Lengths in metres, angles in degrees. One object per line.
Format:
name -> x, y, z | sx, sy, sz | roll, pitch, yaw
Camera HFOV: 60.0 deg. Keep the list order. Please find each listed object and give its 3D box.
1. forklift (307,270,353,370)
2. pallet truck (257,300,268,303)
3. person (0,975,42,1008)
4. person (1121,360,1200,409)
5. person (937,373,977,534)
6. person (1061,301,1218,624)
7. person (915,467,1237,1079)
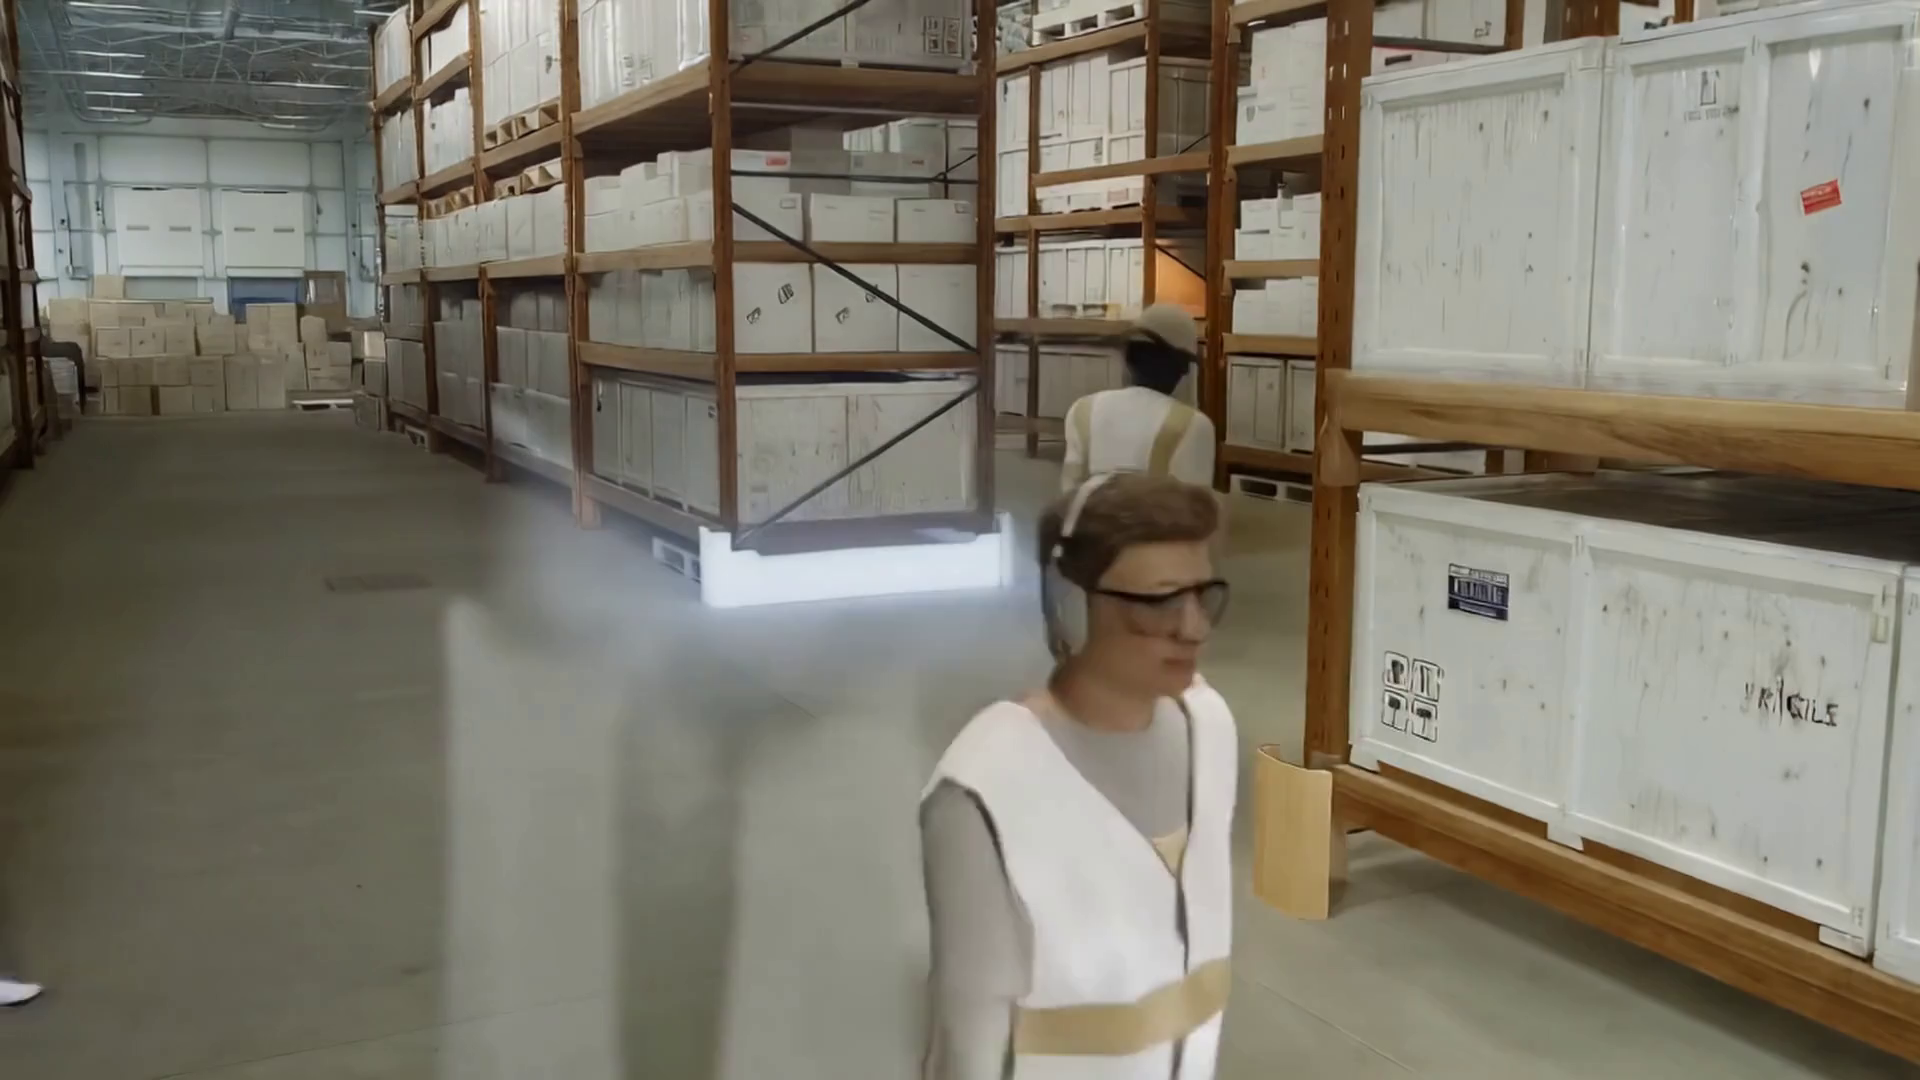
forklift -> -17.807, -6.198, 46.830 | 1.129, 2.768, 1.873 | -4, 9, -26
pallet truck -> -23.913, -7.404, 58.171 | 1.885, 1.965, 0.823 | -1, 8, -9
person -> -2.805, 0.458, 4.380 | 0.737, 1.875, 0.652 | -3, 9, -21
person -> 1.615, -0.874, 13.528 | 0.648, 1.887, 0.706 | 3, 9, 17
person -> -0.050, -0.912, 14.478 | 0.552, 1.669, 0.697 | -4, 9, -24
person -> 0.694, 0.122, 6.228 | 0.638, 2.006, 0.755 | 6, 10, 37
person -> 0.212, 0.818, 2.073 | 0.704, 1.817, 0.591 | 8, 11, 42
